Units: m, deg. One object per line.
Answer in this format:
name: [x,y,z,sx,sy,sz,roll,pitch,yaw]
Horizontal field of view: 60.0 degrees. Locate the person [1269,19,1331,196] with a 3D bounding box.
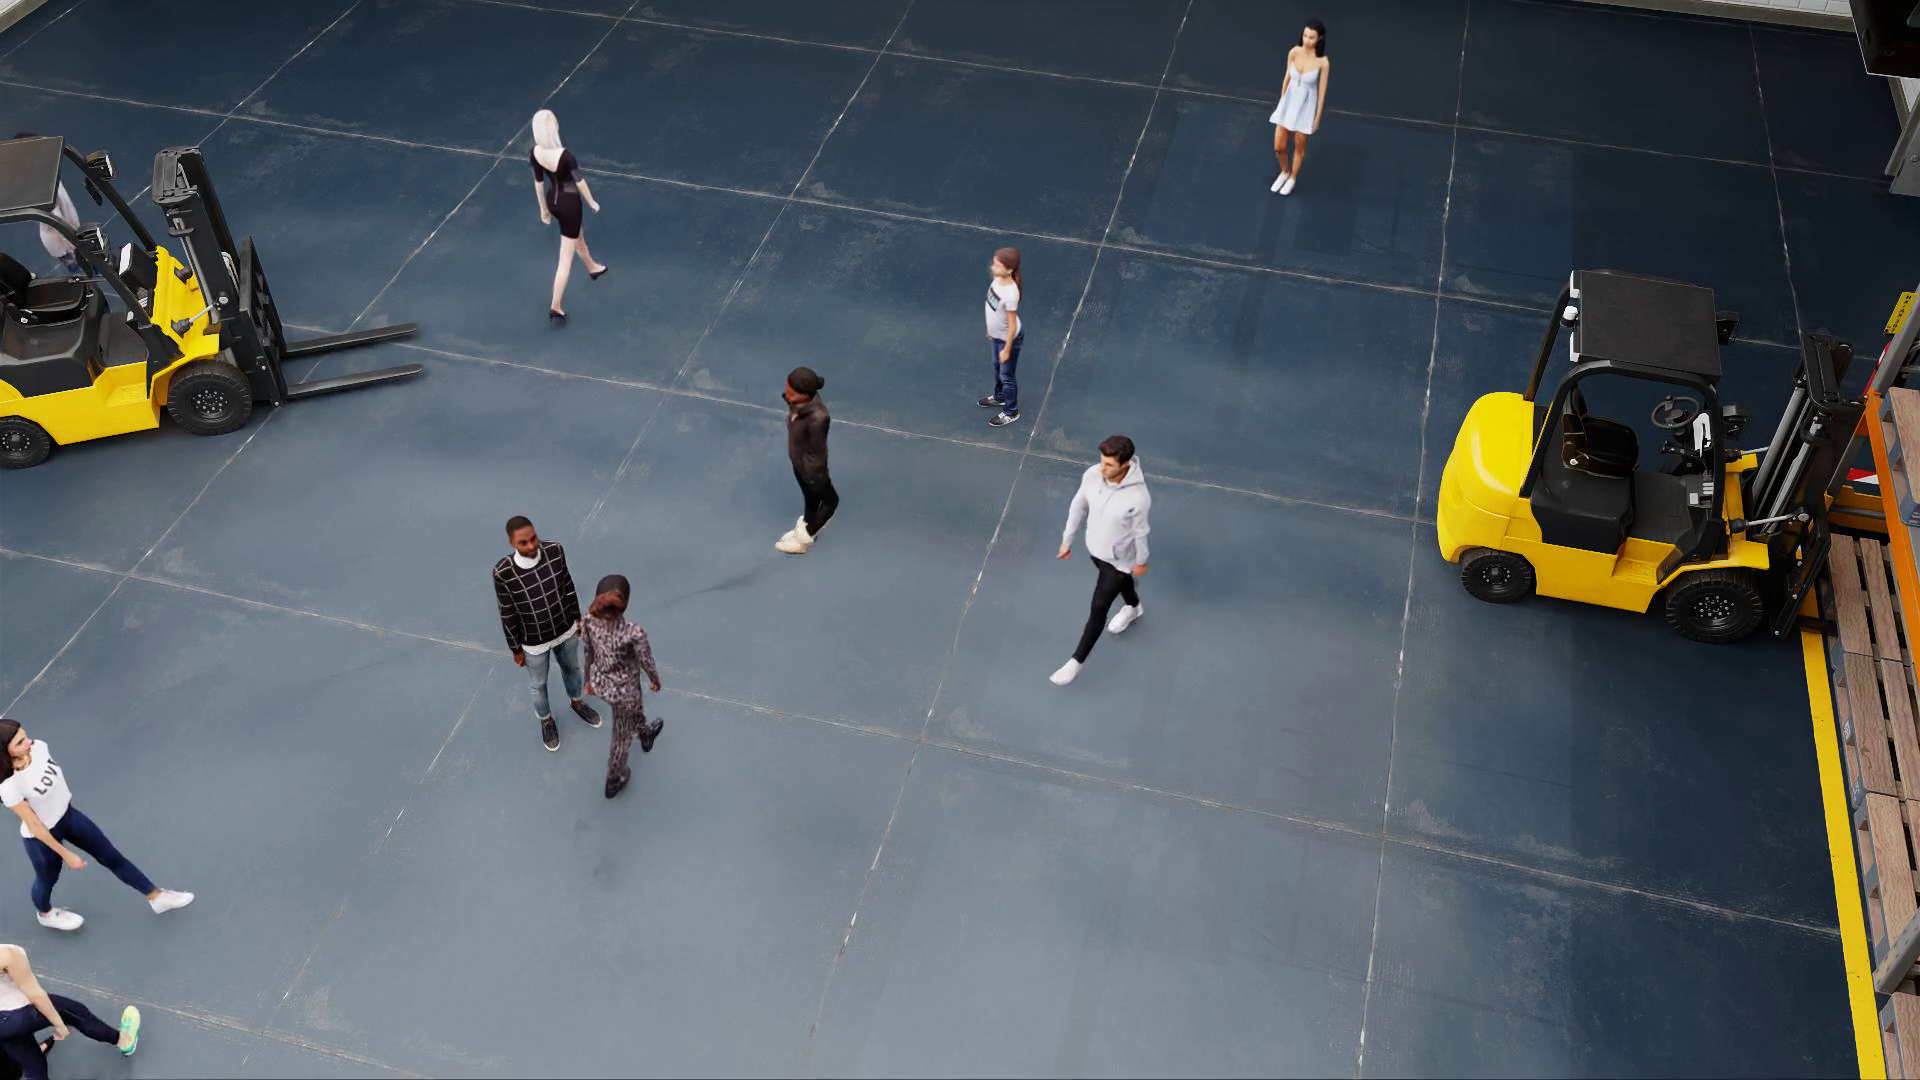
person: [3.149,-3.981,15.218,0.671,1.723,0.658,23,48,22]

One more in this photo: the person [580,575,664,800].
person: [-2.107,0.961,10.061,0.690,1.679,0.940,16,46,16]

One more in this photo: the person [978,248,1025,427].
person: [0.343,-1.594,12.828,0.689,1.563,0.609,-14,45,-14]

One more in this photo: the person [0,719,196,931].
person: [-5.155,1.659,9.299,0.844,1.721,1.123,2,44,2]

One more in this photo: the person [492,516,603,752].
person: [-2.602,0.542,10.398,0.707,1.821,0.804,-29,51,-27]

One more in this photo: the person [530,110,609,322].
person: [-3.310,-2.647,13.775,0.729,1.781,1.214,18,47,18]

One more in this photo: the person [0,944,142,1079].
person: [-4.822,2.506,8.447,0.795,1.670,1.062,2,44,2]

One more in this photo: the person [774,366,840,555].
person: [-1.157,-0.514,11.623,0.855,1.661,0.814,-27,50,-26]

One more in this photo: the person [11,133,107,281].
person: [-7.355,-2.455,13.505,0.904,1.875,0.837,-19,47,-19]

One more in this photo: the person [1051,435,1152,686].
person: [1.049,0.020,10.909,1.108,1.872,1.352,34,53,30]
